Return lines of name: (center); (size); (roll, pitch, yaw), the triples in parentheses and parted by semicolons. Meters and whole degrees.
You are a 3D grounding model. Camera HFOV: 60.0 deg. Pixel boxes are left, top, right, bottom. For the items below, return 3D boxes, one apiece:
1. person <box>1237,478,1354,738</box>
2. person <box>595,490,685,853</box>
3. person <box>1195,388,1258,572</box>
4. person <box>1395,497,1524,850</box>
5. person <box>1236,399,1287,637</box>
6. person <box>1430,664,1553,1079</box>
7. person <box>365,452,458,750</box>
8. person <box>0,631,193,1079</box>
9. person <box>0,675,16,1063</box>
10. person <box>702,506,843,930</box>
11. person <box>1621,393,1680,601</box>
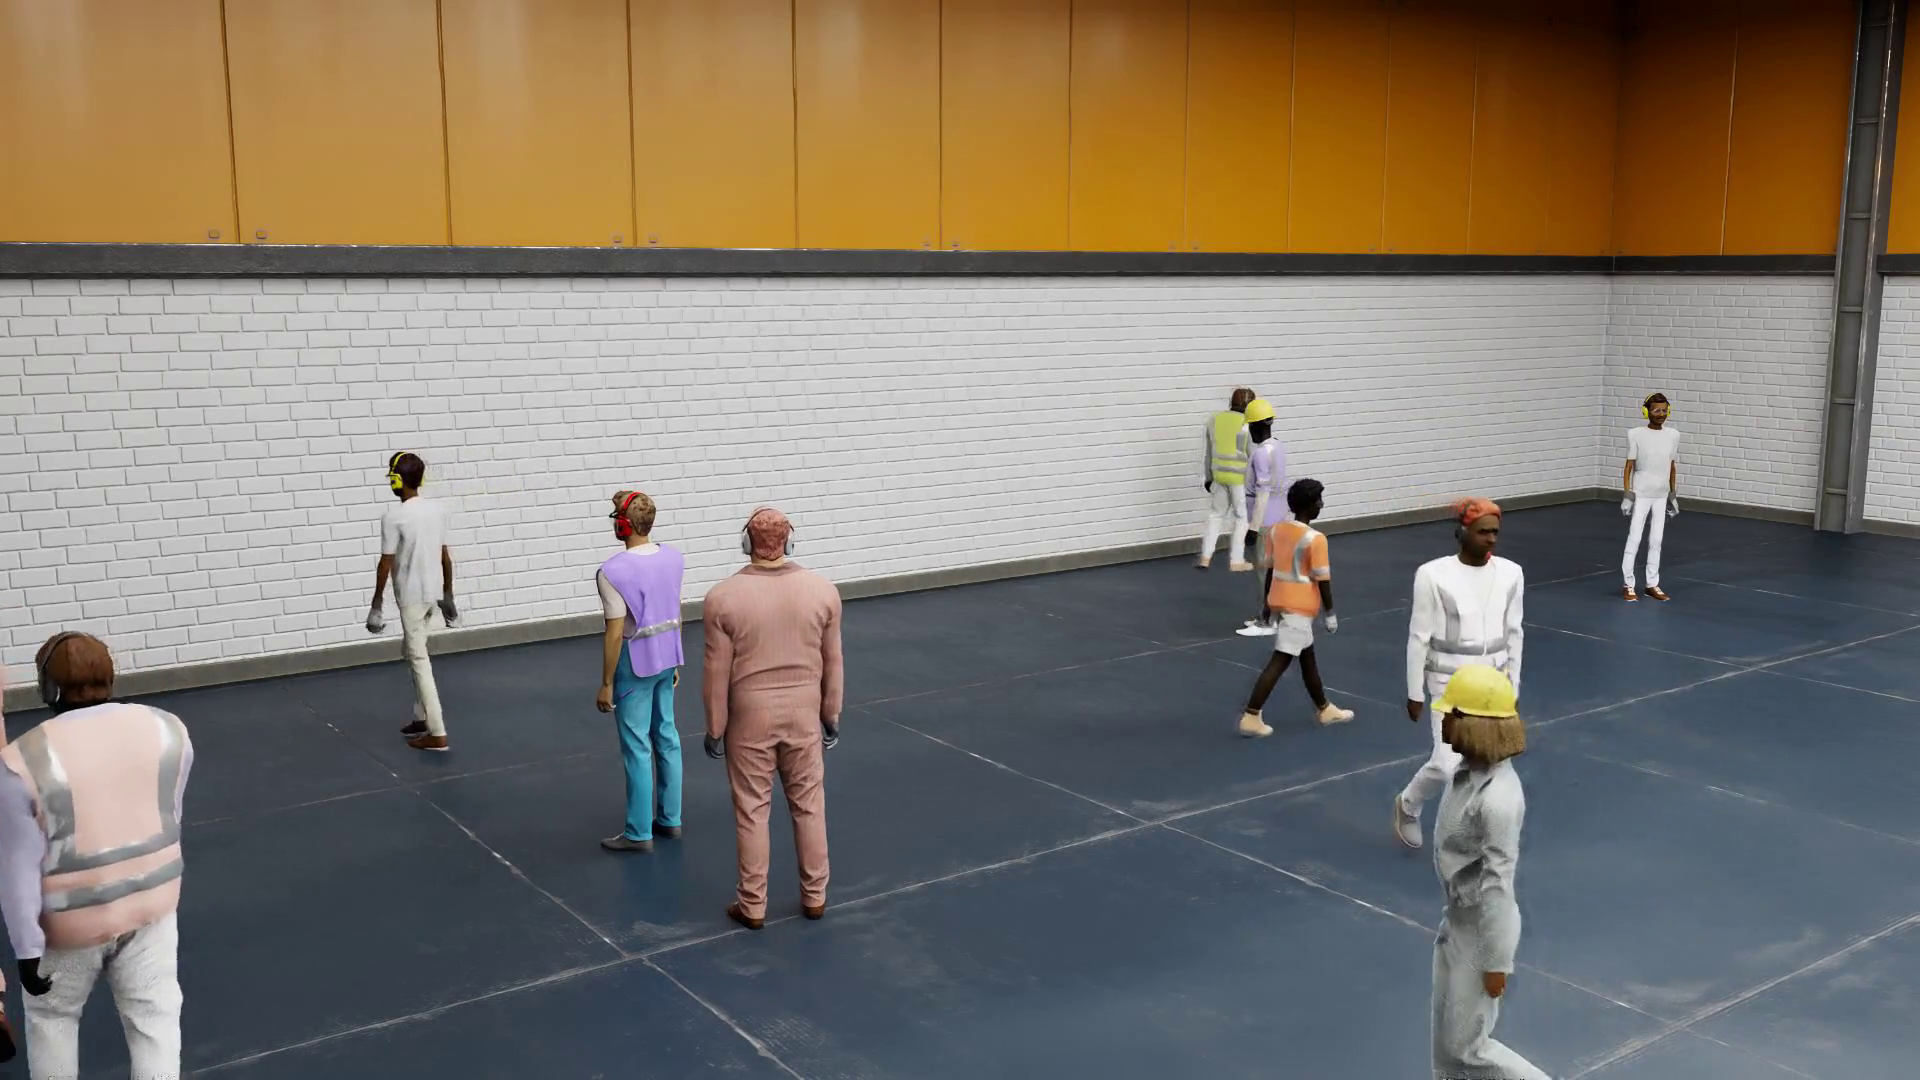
person: (2.136, 0.431, 10.541); (0.889, 1.646, 0.537); (-3, 10, -20)
person: (-1.608, 0.668, 8.453); (0.389, 1.849, 0.565); (5, 11, 29)
person: (2.643, -0.578, 16.301); (0.738, 1.817, 0.488); (9, 13, 43)
person: (2.439, 0.709, 8.138); (0.580, 1.870, 0.514); (-3, 10, -15)
person: (2.435, -0.175, 13.444); (0.381, 1.918, 0.584); (4, 10, 23)
person: (1.716, 1.240, 5.290); (0.566, 1.732, 0.484); (1, 9, 6)
person: (-3.424, 0.382, 10.238); (0.630, 1.850, 0.517); (4, 10, 21)
person: (-2.821, 1.184, 5.382); (0.758, 1.814, 0.625); (8, 12, 40)
person: (-3.733, 1.050, 5.942); (0.515, 1.894, 0.663); (7, 12, 38)
person: (-0.850, 0.794, 7.505); (0.652, 1.906, 0.403); (-4, 10, -21)
person: (6.177, -0.382, 14.865); (0.533, 1.871, 0.320); (-1, 9, -7)
